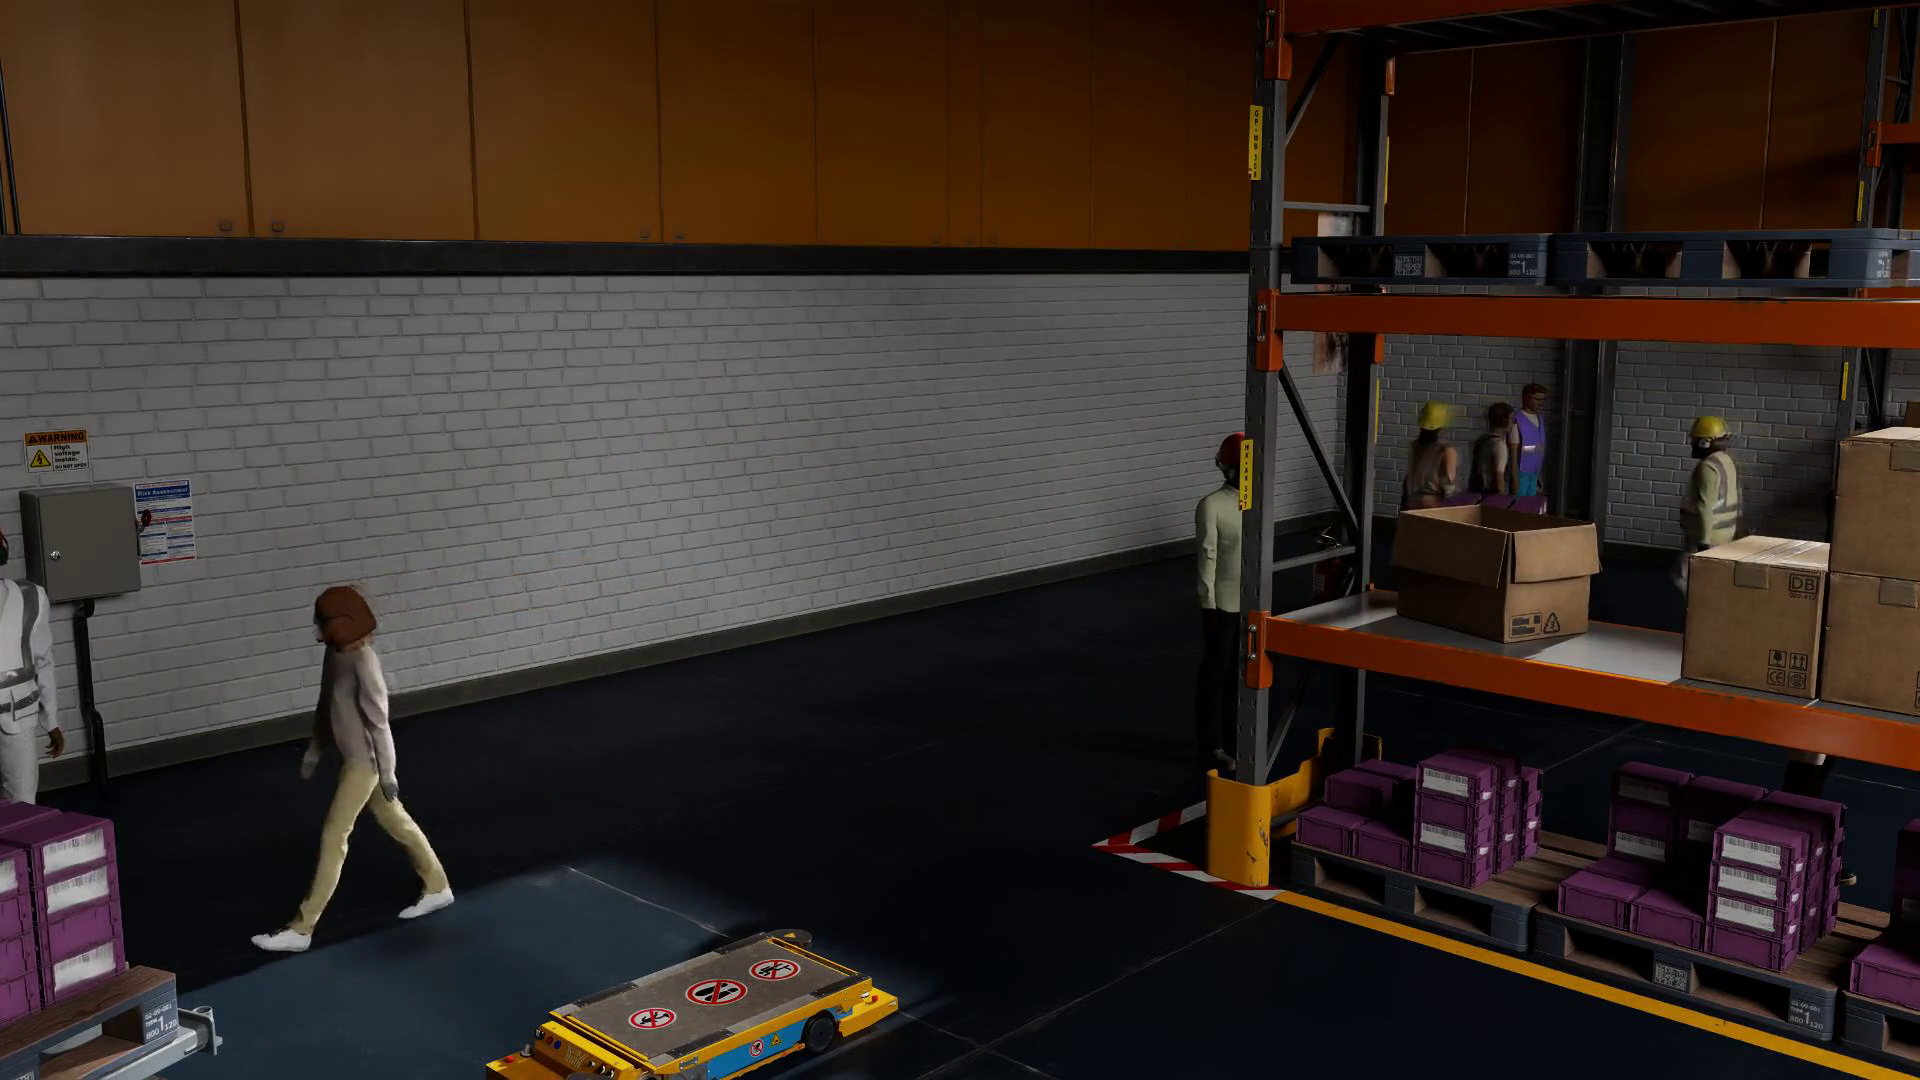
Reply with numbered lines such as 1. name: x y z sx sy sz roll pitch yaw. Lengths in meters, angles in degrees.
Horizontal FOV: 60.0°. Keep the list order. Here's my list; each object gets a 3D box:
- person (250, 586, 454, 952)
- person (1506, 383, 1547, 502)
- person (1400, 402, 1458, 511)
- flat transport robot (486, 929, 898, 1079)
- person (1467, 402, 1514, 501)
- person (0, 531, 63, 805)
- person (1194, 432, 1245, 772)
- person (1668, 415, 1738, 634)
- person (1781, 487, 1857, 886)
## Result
1. person: -2.665 0.979 7.311 0.907 1.583 0.503 -6 11 -33
2. person: 5.550 -0.628 16.381 0.390 1.838 0.564 9 13 43
3. person: 3.953 -0.235 13.881 0.880 1.875 0.625 -3 10 -15
4. flat transport robot: -0.969 1.810 6.227 0.652 0.197 1.431 9 13 43
5. person: 4.499 -0.263 14.202 0.443 1.820 0.528 0 9 1
6. person: -4.260 0.828 7.310 0.356 1.887 0.573 9 13 43
7. person: 1.626 0.355 9.875 0.377 1.995 0.608 9 13 43
8. person: 5.784 -0.062 12.974 0.502 1.814 0.625 8 12 40
9. person: 4.082 0.705 7.841 0.371 1.959 0.602 9 13 43
